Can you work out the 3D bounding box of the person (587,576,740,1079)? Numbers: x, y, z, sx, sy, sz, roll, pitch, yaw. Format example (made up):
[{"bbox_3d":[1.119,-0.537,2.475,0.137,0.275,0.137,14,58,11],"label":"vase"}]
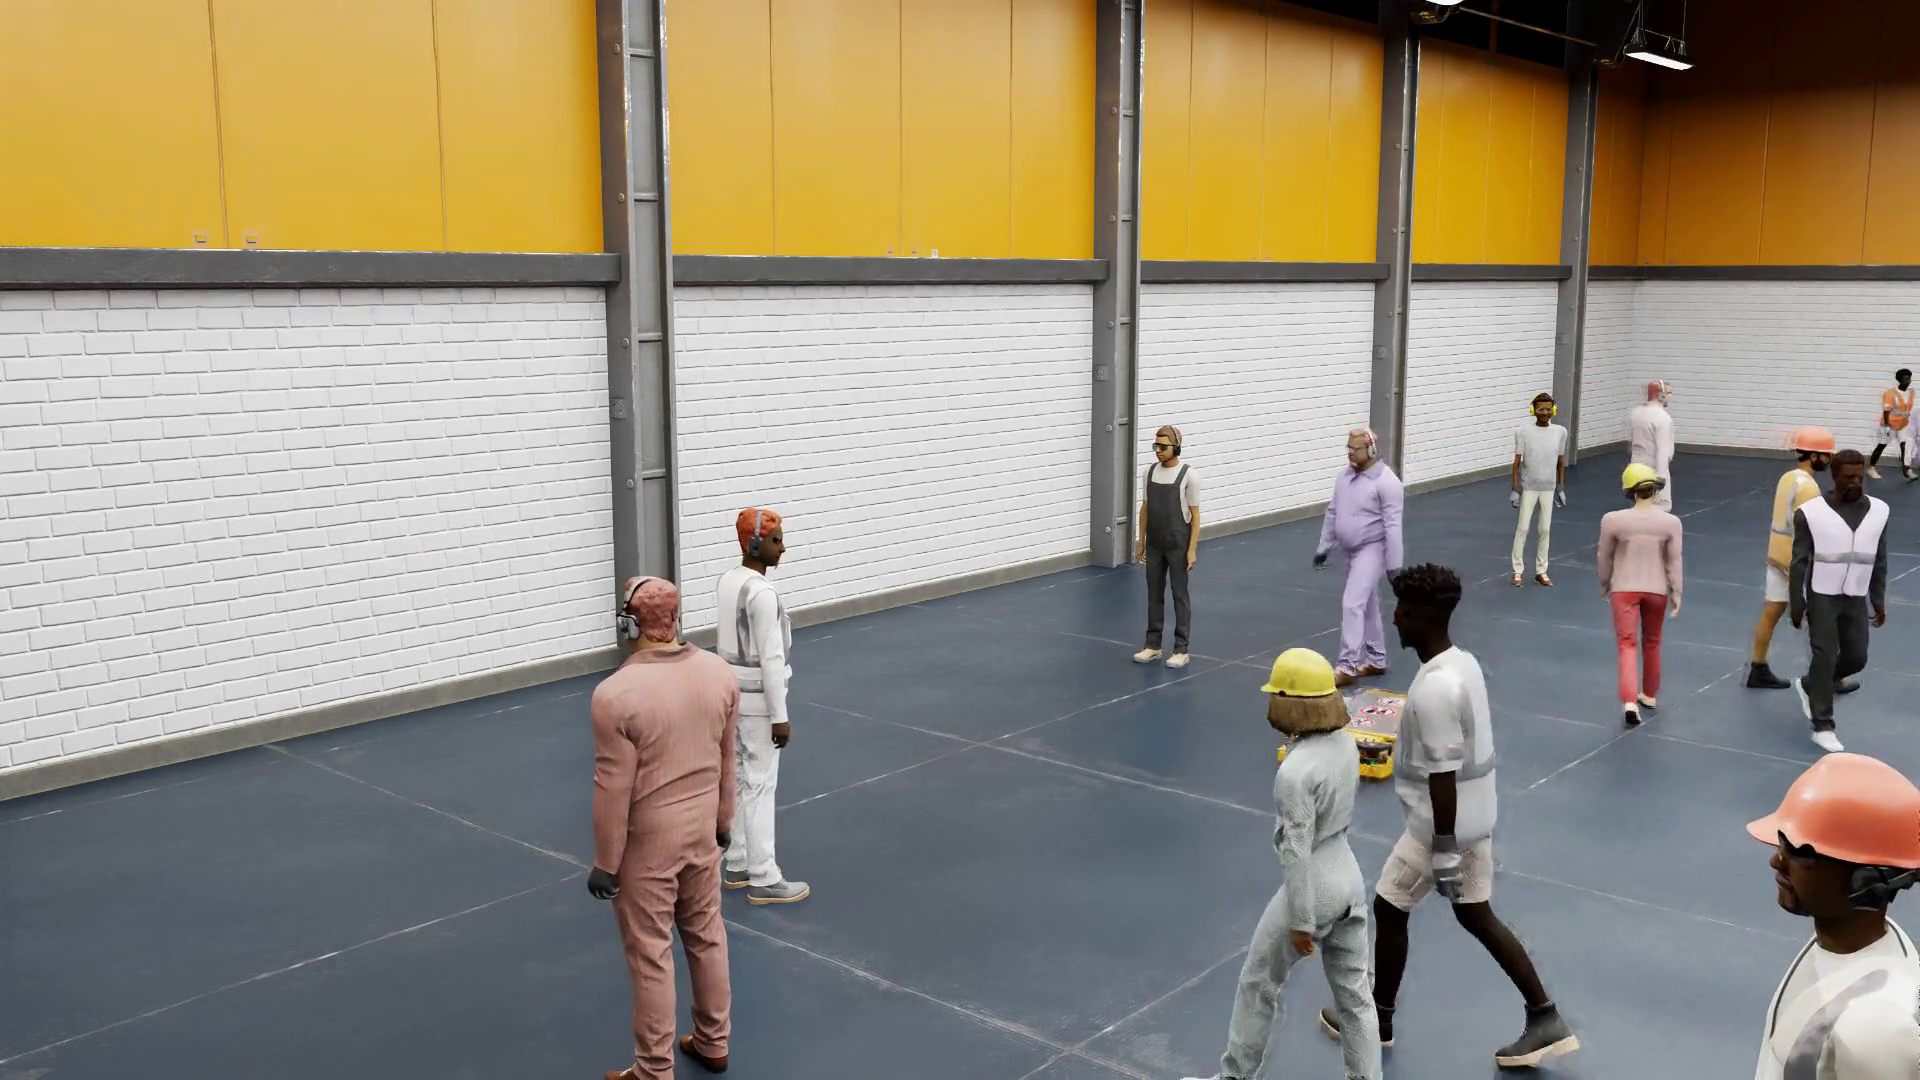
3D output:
[{"bbox_3d":[-1.096,1.072,6.057,0.402,1.904,0.652,7,12,38],"label":"person"}]

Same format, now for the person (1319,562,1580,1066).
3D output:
[{"bbox_3d":[1.895,1.041,6.246,0.940,1.919,0.637,5,10,29],"label":"person"}]

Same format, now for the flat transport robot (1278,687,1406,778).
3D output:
[{"bbox_3d":[2.599,1.186,10.452,0.652,0.197,1.431,6,11,35],"label":"flat transport robot"}]

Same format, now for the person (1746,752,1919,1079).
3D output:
[{"bbox_3d":[1.735,1.427,3.377,0.367,2.048,0.609,3,10,20],"label":"person"}]

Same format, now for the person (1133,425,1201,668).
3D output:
[{"bbox_3d":[1.577,0.047,12.673,0.516,1.844,0.332,7,12,38],"label":"person"}]

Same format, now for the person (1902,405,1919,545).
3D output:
[{"bbox_3d":[10.869,-0.898,18.479,0.611,1.875,0.989,8,12,40],"label":"person"}]

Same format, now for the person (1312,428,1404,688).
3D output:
[{"bbox_3d":[2.840,0.123,12.123,0.837,1.877,0.668,-3,10,-19],"label":"person"}]

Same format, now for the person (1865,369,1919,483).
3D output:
[{"bbox_3d":[13.471,-1.650,23.946,0.554,1.633,0.934,-1,9,-9],"label":"person"}]

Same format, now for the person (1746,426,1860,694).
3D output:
[{"bbox_3d":[6.078,0.143,11.859,0.842,1.901,0.569,1,9,5],"label":"person"}]

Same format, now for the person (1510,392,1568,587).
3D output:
[{"bbox_3d":[5.538,-0.480,15.907,0.518,1.870,0.323,0,9,3],"label":"person"}]

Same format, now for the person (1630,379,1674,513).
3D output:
[{"bbox_3d":[7.214,-0.739,17.447,0.537,1.892,0.666,-1,9,-6],"label":"person"}]

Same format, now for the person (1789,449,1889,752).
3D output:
[{"bbox_3d":[5.535,0.353,10.574,0.598,1.902,0.625,-1,9,-3],"label":"person"}]

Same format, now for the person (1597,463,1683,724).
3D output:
[{"bbox_3d":[4.567,0.348,11.163,0.521,1.722,0.832,1,9,8],"label":"person"}]

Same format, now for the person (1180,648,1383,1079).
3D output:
[{"bbox_3d":[1.148,1.212,5.791,0.809,1.711,0.505,8,12,41],"label":"person"}]

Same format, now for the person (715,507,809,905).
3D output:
[{"bbox_3d":[-0.971,0.783,7.931,0.358,1.885,0.572,-5,10,-28],"label":"person"}]
